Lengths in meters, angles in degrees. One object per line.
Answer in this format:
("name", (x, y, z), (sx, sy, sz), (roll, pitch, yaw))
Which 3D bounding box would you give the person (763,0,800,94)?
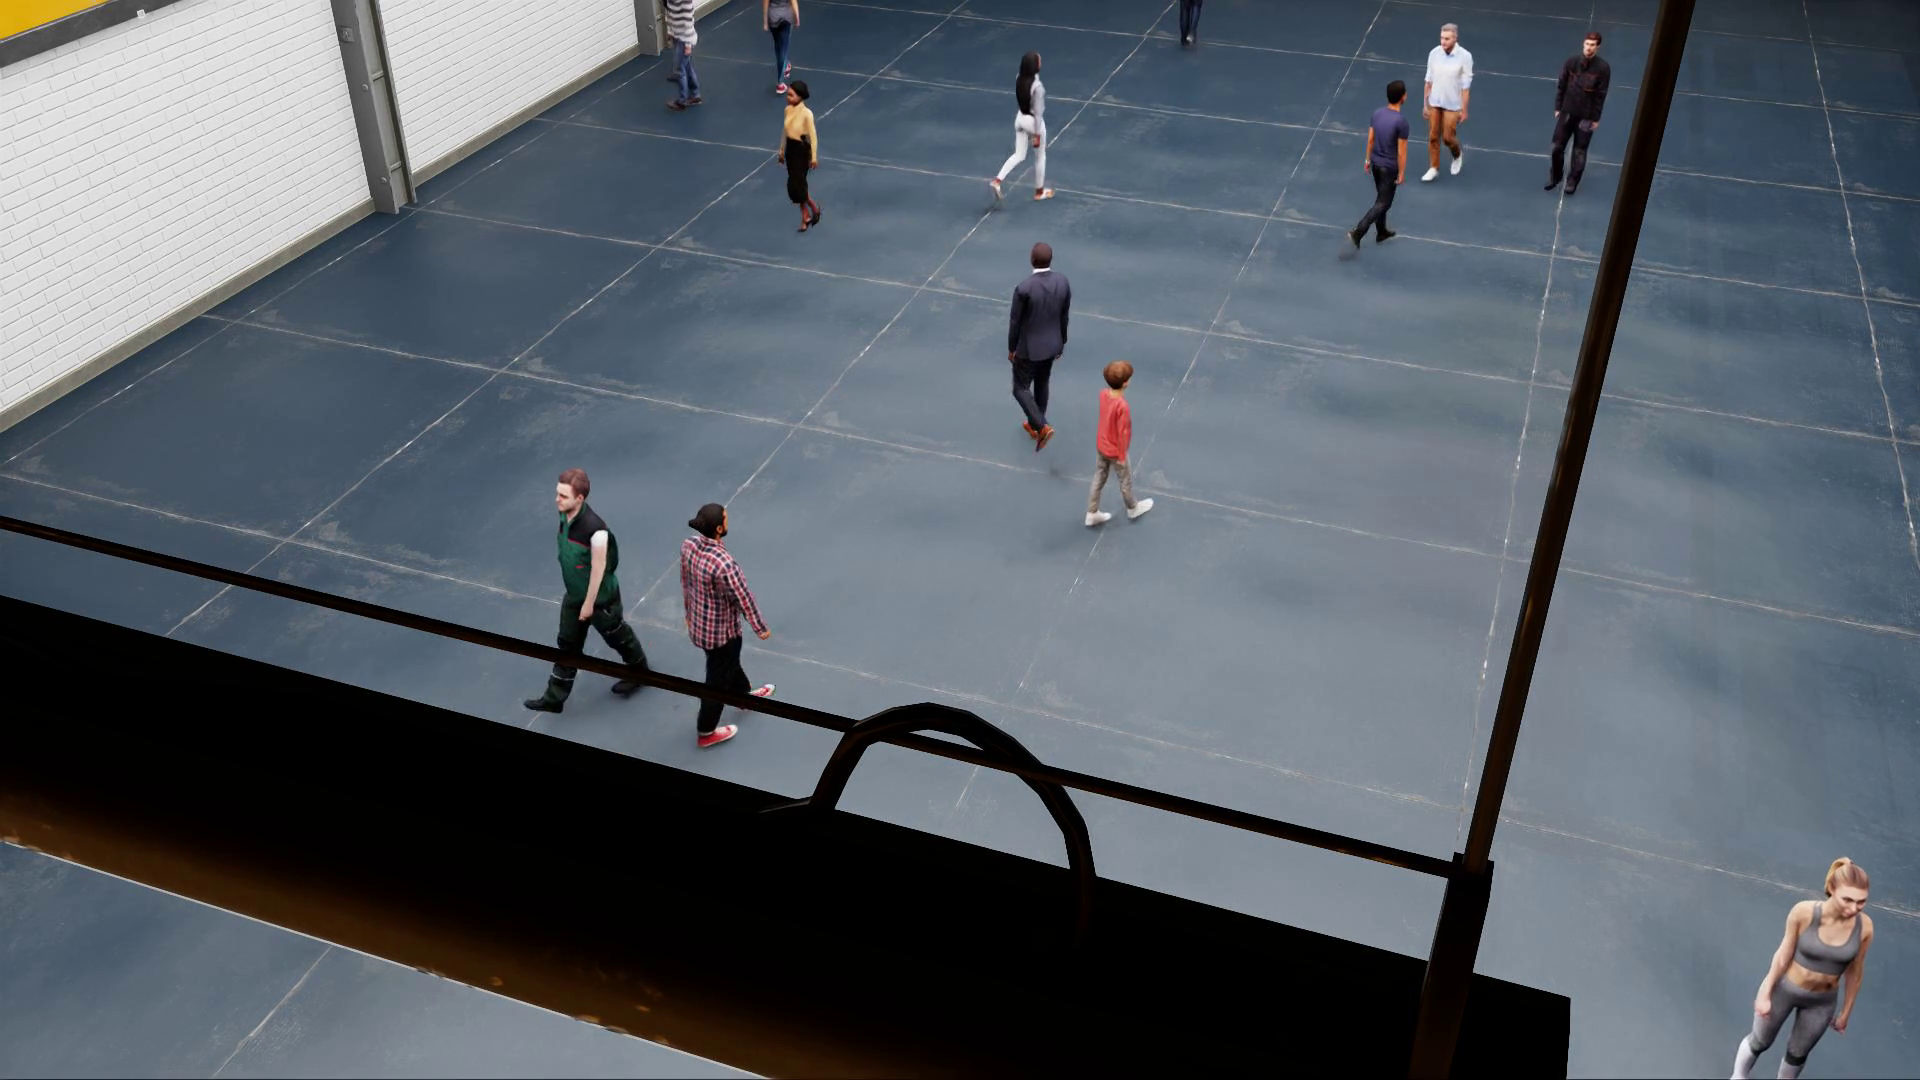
("person", (-2.328, -6.601, 21.398), (0.719, 1.681, 1.148), (5, 34, 8))

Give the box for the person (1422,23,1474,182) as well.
("person", (5.541, -4.966, 18.828), (0.852, 1.803, 0.906), (24, 40, 31))

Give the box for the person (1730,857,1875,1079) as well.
("person", (4.094, 2.208, 8.123), (0.587, 1.705, 0.564), (8, 34, 11))

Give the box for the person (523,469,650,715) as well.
("person", (-2.326, 0.325, 10.877), (1.213, 1.792, 0.975), (-28, 42, -35))

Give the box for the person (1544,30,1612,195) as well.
("person", (6.916, -4.759, 18.497), (0.788, 1.824, 0.743), (19, 38, 27))

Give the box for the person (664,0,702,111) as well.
("person", (-3.432, -6.246, 20.750), (0.978, 1.807, 0.920), (-12, 35, -17))

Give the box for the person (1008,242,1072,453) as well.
("person", (0.664, -1.557, 13.694), (0.995, 1.809, 1.050), (-15, 36, -21))

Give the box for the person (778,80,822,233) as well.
("person", (-1.642, -4.053, 17.599), (0.786, 1.643, 0.720), (-27, 42, -35))

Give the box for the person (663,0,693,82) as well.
("person", (-3.723, -6.999, 21.805), (0.797, 1.893, 0.616), (2, 34, 3))

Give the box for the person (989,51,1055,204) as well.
("person", (0.691, -4.482, 18.189), (1.142, 1.704, 0.990), (-20, 38, -27))

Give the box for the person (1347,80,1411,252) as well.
("person", (4.327, -3.823, 17.138), (1.164, 1.770, 1.006), (-22, 40, -30))

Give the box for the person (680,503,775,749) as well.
("person", (-1.610, 0.582, 10.538), (1.071, 1.741, 0.955), (-23, 40, -31))

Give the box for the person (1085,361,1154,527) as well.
("person", (1.126, -0.712, 12.792), (0.894, 1.399, 0.799), (-19, 38, -26))
